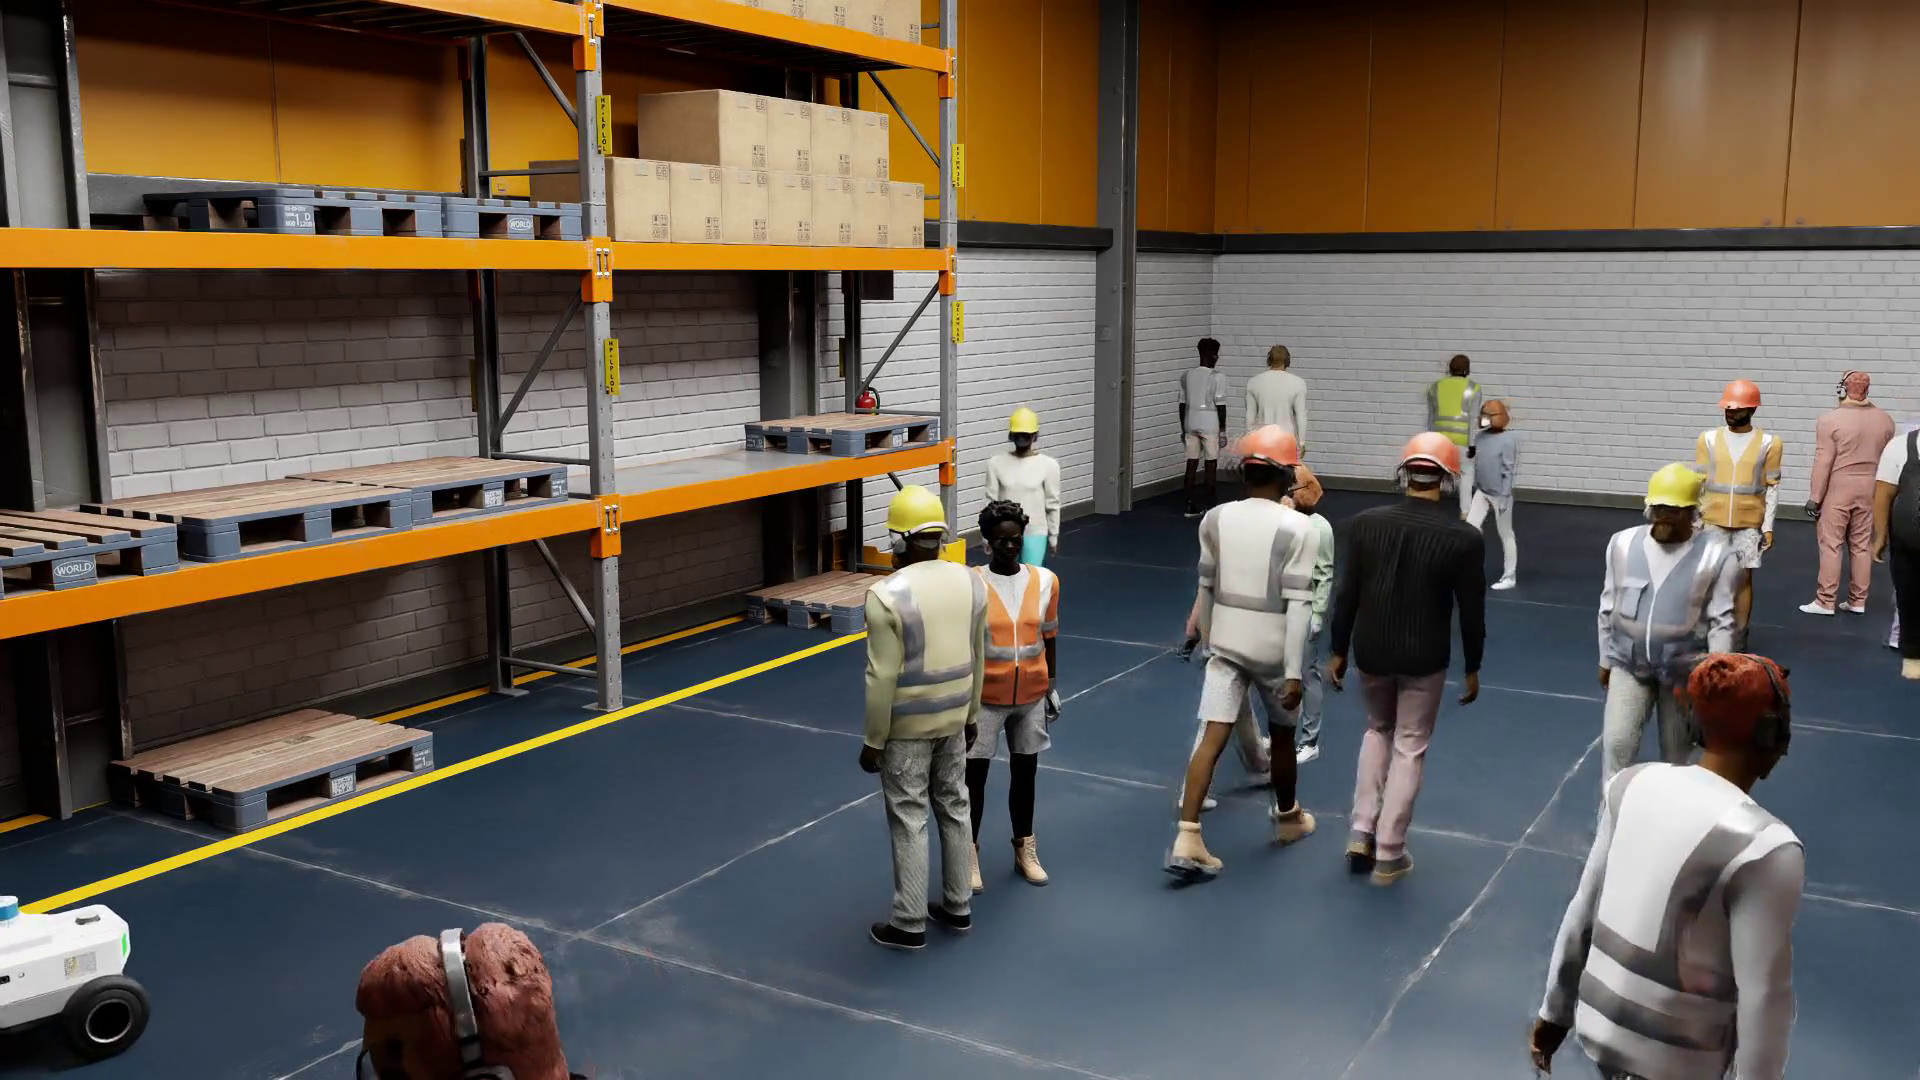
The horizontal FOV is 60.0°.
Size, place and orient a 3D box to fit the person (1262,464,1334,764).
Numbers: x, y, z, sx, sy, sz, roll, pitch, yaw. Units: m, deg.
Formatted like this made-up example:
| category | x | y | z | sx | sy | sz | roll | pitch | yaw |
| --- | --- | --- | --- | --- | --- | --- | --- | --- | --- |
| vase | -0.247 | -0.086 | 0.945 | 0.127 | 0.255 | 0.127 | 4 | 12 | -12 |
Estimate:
| category | x | y | z | sx | sy | sz | roll | pitch | yaw |
| --- | --- | --- | --- | --- | --- | --- | --- | --- | --- |
| person | 1.811 | 0.393 | 9.040 | 0.281 | 1.632 | 0.499 | -5 | 10 | -29 |

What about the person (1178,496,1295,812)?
| category | x | y | z | sx | sy | sz | roll | pitch | yaw |
| --- | --- | --- | --- | --- | --- | --- | --- | --- | --- |
| person | 1.405 | 0.539 | 8.269 | 0.867 | 1.573 | 0.538 | -5 | 10 | -29 |

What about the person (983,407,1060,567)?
| category | x | y | z | sx | sy | sz | roll | pitch | yaw |
| --- | --- | --- | --- | --- | --- | --- | --- | --- | --- |
| person | 0.441 | -0.058 | 11.489 | 0.528 | 1.740 | 0.781 | 3 | 9 | 16 |

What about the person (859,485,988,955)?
| category | x | y | z | sx | sy | sz | roll | pitch | yaw |
| --- | --- | --- | --- | --- | --- | --- | --- | --- | --- |
| person | -0.160 | 0.697 | 6.519 | 0.600 | 1.829 | 0.404 | -9 | 12 | -43 |

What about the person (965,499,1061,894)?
| category | x | y | z | sx | sy | sz | roll | pitch | yaw |
| --- | --- | --- | --- | --- | --- | --- | --- | --- | --- |
| person | 0.186 | 0.665 | 7.142 | 0.541 | 1.696 | 0.315 | -3 | 10 | -19 |

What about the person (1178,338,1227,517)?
| category | x | y | z | sx | sy | sz | roll | pitch | yaw |
| --- | --- | --- | --- | --- | --- | --- | --- | --- | --- |
| person | 2.644 | -1.208 | 18.020 | 0.607 | 1.957 | 0.389 | 9 | 13 | 44 |

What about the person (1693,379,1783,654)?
| category | x | y | z | sx | sy | sz | roll | pitch | yaw |
| --- | --- | --- | --- | --- | --- | --- | --- | --- | --- |
| person | 5.299 | -0.135 | 11.398 | 0.547 | 1.934 | 0.375 | 6 | 11 | 31 |

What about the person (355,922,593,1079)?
| category | x | y | z | sx | sy | sz | roll | pitch | yaw |
| --- | --- | --- | --- | --- | --- | --- | --- | --- | --- |
| person | -0.638 | 1.380 | 2.094 | 0.610 | 1.879 | 0.687 | 0 | 9 | 0 |

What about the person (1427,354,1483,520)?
| category | x | y | z | sx | sy | sz | roll | pitch | yaw |
| --- | --- | --- | --- | --- | --- | --- | --- | --- | --- |
| person | 5.216 | -1.072 | 17.687 | 0.629 | 1.806 | 0.922 | 8 | 12 | 40 |

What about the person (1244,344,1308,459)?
| category | x | y | z | sx | sy | sz | roll | pitch | yaw |
| --- | --- | --- | --- | --- | --- | --- | --- | --- | --- |
| person | 3.187 | -1.001 | 16.789 | 0.635 | 1.936 | 0.354 | 4 | 10 | 24 |

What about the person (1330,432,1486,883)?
| category | x | y | z | sx | sy | sz | roll | pitch | yaw |
| --- | --- | --- | --- | --- | --- | --- | --- | --- | --- |
| person | 1.963 | 0.510 | 7.257 | 0.636 | 1.964 | 0.506 | 7 | 11 | 36 |

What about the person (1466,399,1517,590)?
| category | x | y | z | sx | sy | sz | roll | pitch | yaw |
| --- | --- | --- | --- | --- | --- | --- | --- | --- | --- |
| person | 4.355 | -0.362 | 13.806 | 0.796 | 1.596 | 0.518 | -4 | 10 | -23 |

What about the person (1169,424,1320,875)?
| category | x | y | z | sx | sy | sz | roll | pitch | yaw |
| --- | --- | --- | --- | --- | --- | --- | --- | --- | --- |
| person | 1.272 | 0.485 | 7.404 | 0.618 | 1.990 | 1.090 | 7 | 12 | 39 |

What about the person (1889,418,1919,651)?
| category | x | y | z | sx | sy | sz | roll | pitch | yaw |
| --- | --- | --- | --- | --- | --- | --- | --- | --- | --- |
| person | 6.714 | -0.116 | 11.404 | 0.574 | 1.887 | 0.667 | 8 | 12 | 41 |

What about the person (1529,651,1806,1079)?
| category | x | y | z | sx | sy | sz | roll | pitch | yaw |
| --- | --- | --- | --- | --- | --- | --- | --- | --- | --- |
| person | 1.603 | 1.158 | 3.740 | 1.058 | 1.813 | 0.651 | -2 | 9 | -10 |

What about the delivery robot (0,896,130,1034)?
| category | x | y | z | sx | sy | sz | roll | pitch | yaw |
| --- | --- | --- | --- | --- | --- | --- | --- | --- | --- |
| delivery robot | -3.195 | 1.439 | 5.573 | 0.707 | 0.478 | 0.477 | -9 | 13 | -43 |

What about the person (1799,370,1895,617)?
| category | x | y | z | sx | sy | sz | roll | pitch | yaw |
| --- | --- | --- | --- | --- | --- | --- | --- | --- | --- |
| person | 6.838 | -0.357 | 12.867 | 0.651 | 1.907 | 0.409 | -2 | 9 | -12 |

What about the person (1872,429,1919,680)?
| category | x | y | z | sx | sy | sz | roll | pitch | yaw |
| --- | --- | --- | --- | --- | --- | --- | --- | --- | --- |
| person | 6.170 | -0.050 | 10.532 | 0.690 | 2.000 | 0.998 | 7 | 11 | 37 |

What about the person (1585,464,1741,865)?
| category | x | y | z | sx | sy | sz | roll | pitch | yaw |
| --- | --- | --- | --- | --- | --- | --- | --- | --- | --- |
| person | 3.052 | 0.576 | 7.320 | 0.607 | 1.806 | 0.787 | 7 | 12 | 38 |
